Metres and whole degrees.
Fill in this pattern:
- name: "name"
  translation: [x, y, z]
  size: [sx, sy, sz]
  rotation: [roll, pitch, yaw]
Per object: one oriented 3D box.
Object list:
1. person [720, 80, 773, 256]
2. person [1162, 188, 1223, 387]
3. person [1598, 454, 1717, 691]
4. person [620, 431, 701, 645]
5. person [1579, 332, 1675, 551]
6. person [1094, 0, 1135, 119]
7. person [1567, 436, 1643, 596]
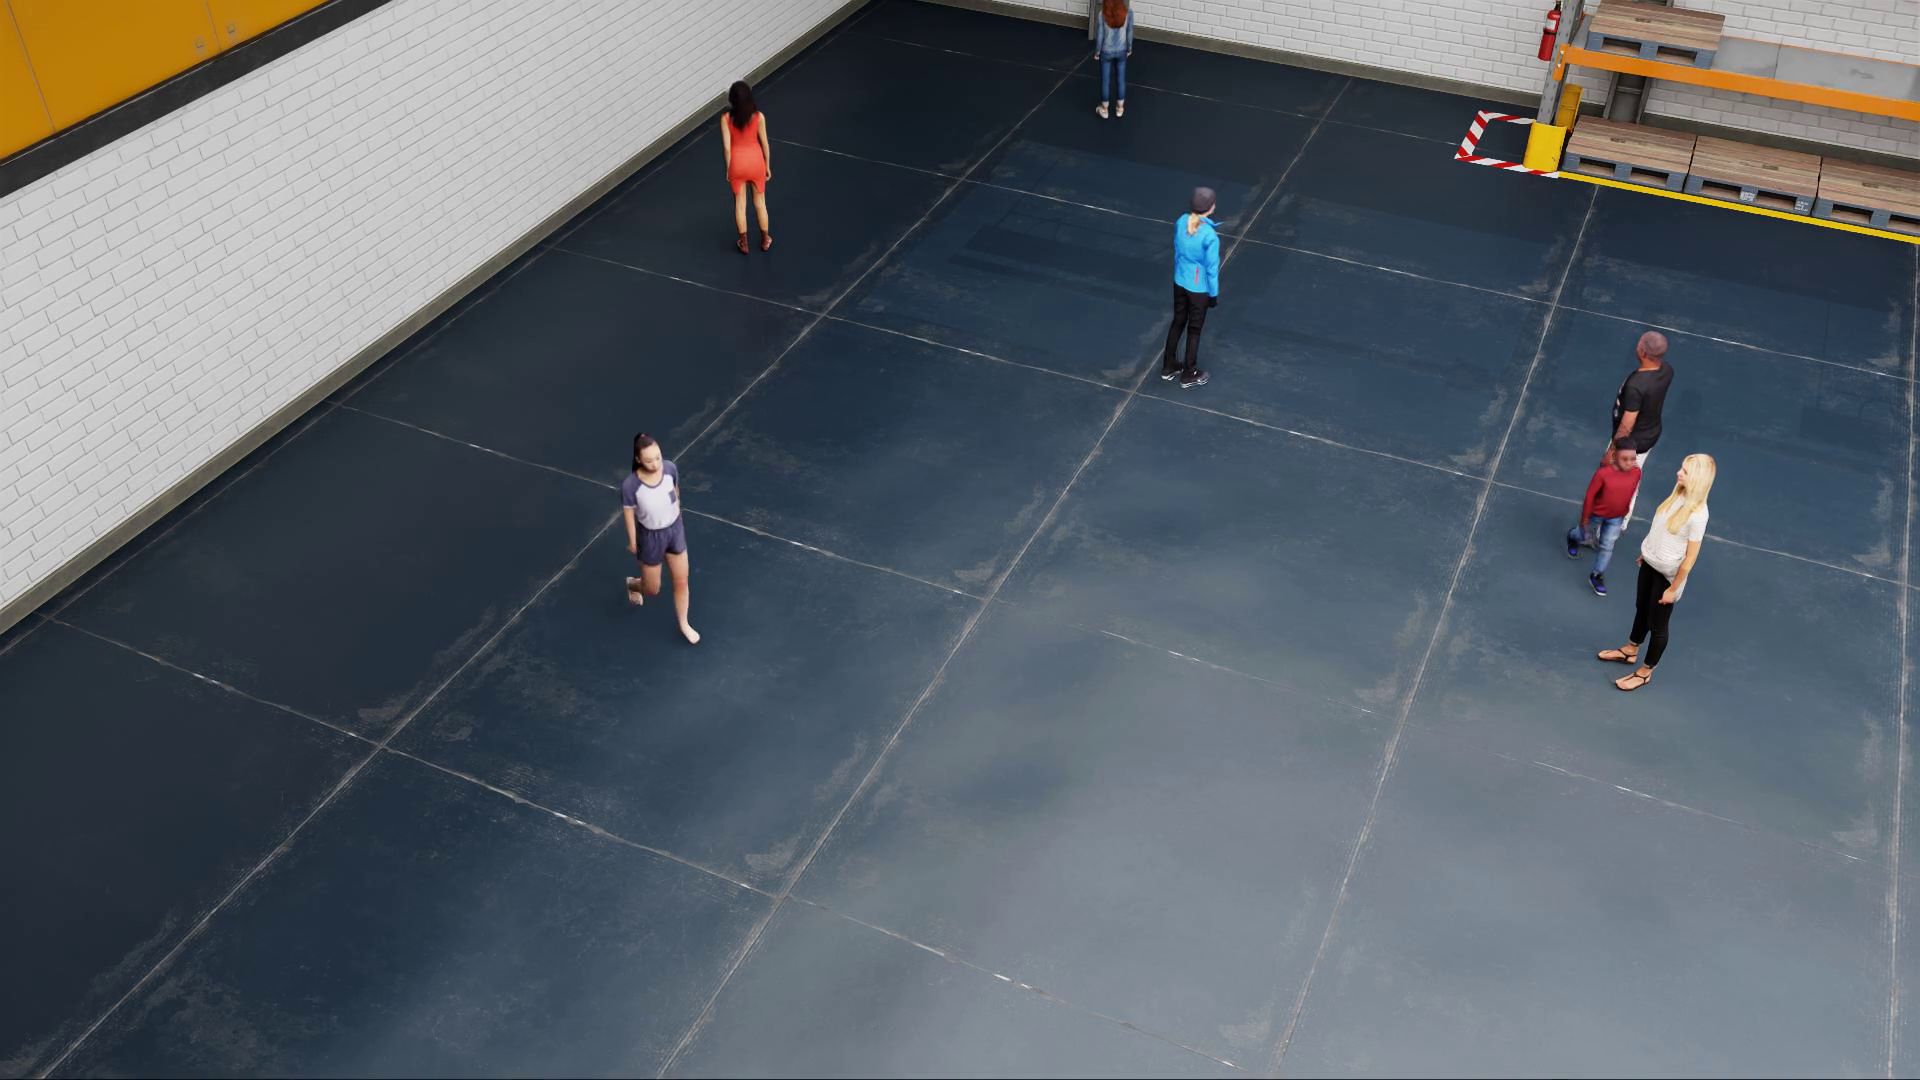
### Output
- name: "person"
  translation: [-1.989, -3.478, 15.536]
  size: [0.647, 1.715, 0.731]
  rotation: [-8, 39, -9]
- name: "person"
  translation: [1.912, -2.083, 13.721]
  size: [0.776, 1.799, 0.669]
  rotation: [-25, 45, -28]
- name: "person"
  translation: [4.604, 0.193, 10.850]
  size: [0.691, 1.827, 0.679]
  rotation: [-4, 39, -5]
- name: "person"
  translation: [-2.091, -0.042, 11.299]
  size: [0.813, 1.633, 0.983]
  rotation: [-29, 47, -31]
- name: "person"
  translation: [4.843, -0.706, 11.994]
  size: [0.747, 1.803, 0.742]
  rotation: [-30, 47, -32]
- name: "person"
  translation: [1.664, -5.298, 18.006]
  size: [0.604, 1.477, 0.702]
  rotation: [-5, 39, -6]
- name: "person"
  translation: [4.589, -0.251, 11.880]
  size: [0.830, 1.235, 0.764]
  rotation: [1, 39, 1]
